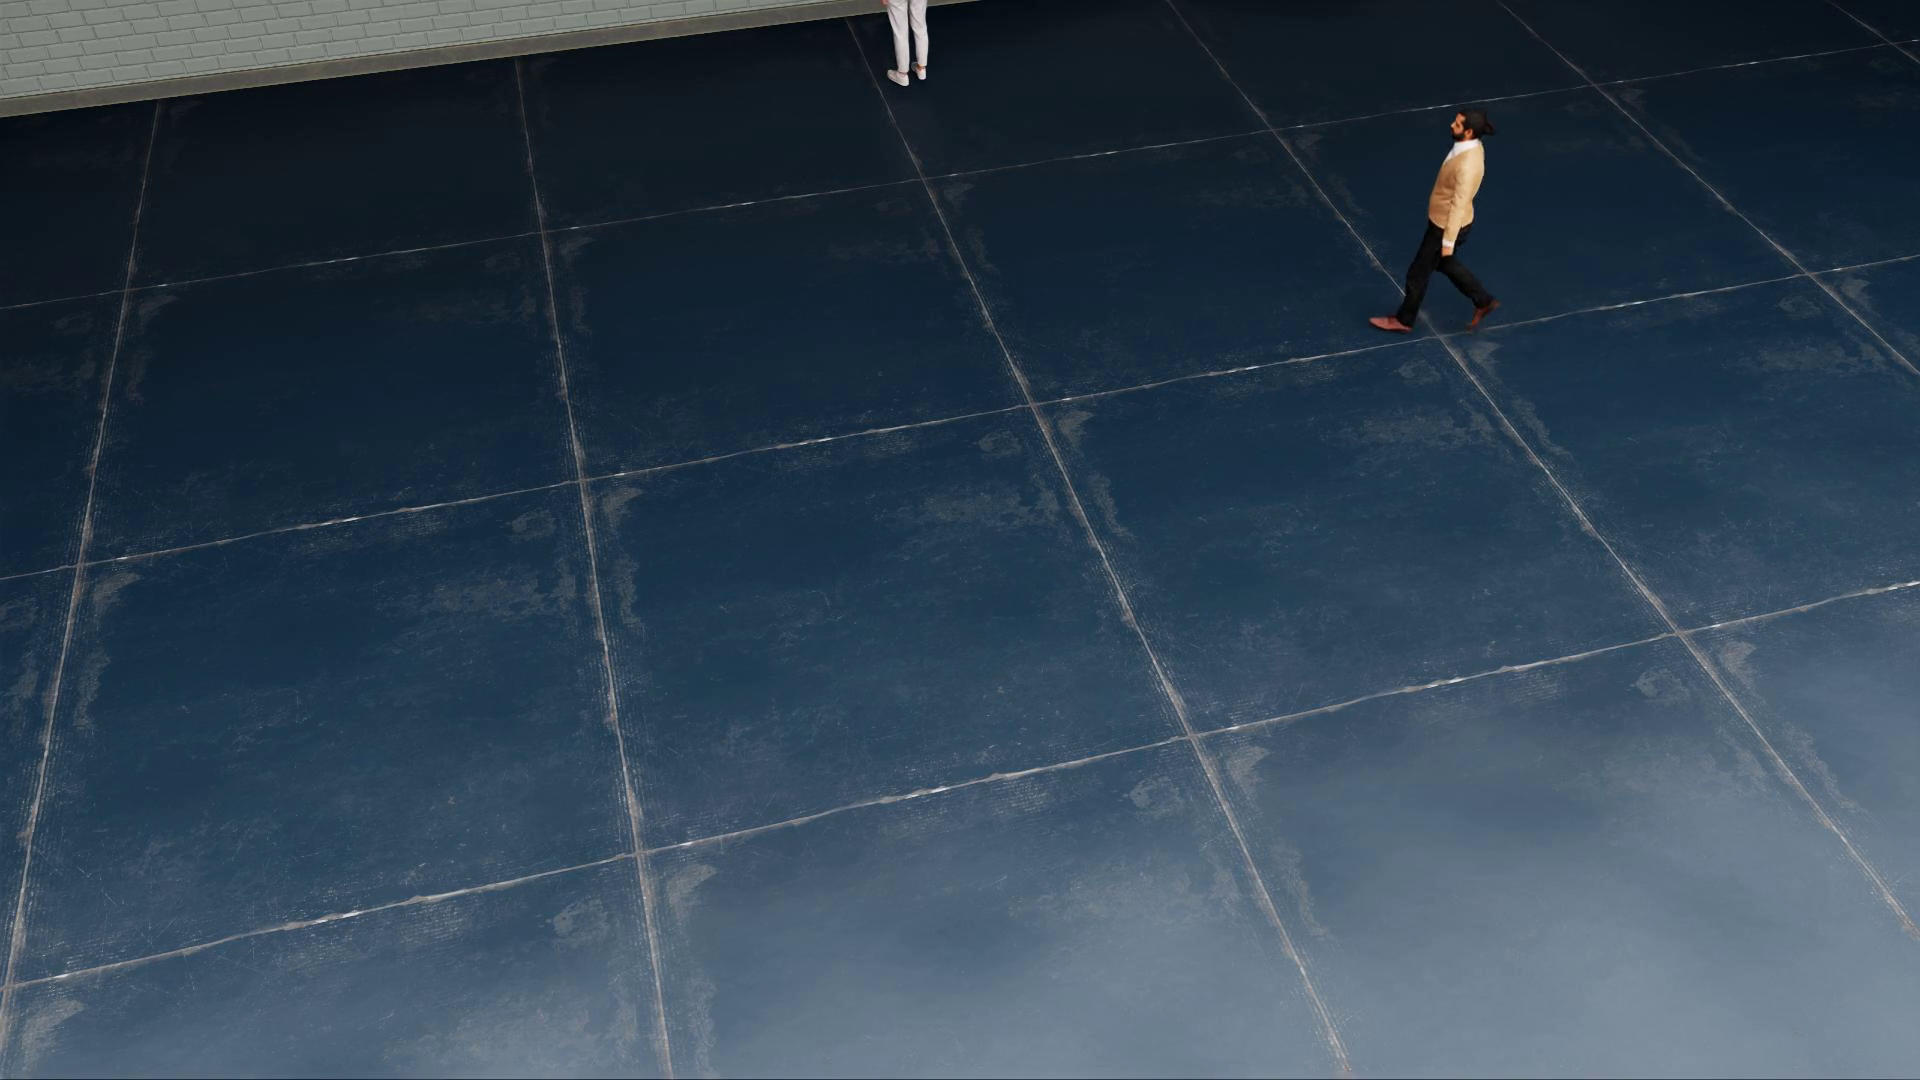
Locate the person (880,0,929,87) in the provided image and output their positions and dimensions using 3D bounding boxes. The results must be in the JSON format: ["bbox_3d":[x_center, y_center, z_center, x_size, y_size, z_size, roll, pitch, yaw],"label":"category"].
[{"bbox_3d":[-0.446,-4.638,13.917,0.657,1.689,0.633,-23,48,-23],"label":"person"}]

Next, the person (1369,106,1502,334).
[{"bbox_3d":[3.348,-2.091,11.158,1.072,1.731,1.137,11,44,11],"label":"person"}]
